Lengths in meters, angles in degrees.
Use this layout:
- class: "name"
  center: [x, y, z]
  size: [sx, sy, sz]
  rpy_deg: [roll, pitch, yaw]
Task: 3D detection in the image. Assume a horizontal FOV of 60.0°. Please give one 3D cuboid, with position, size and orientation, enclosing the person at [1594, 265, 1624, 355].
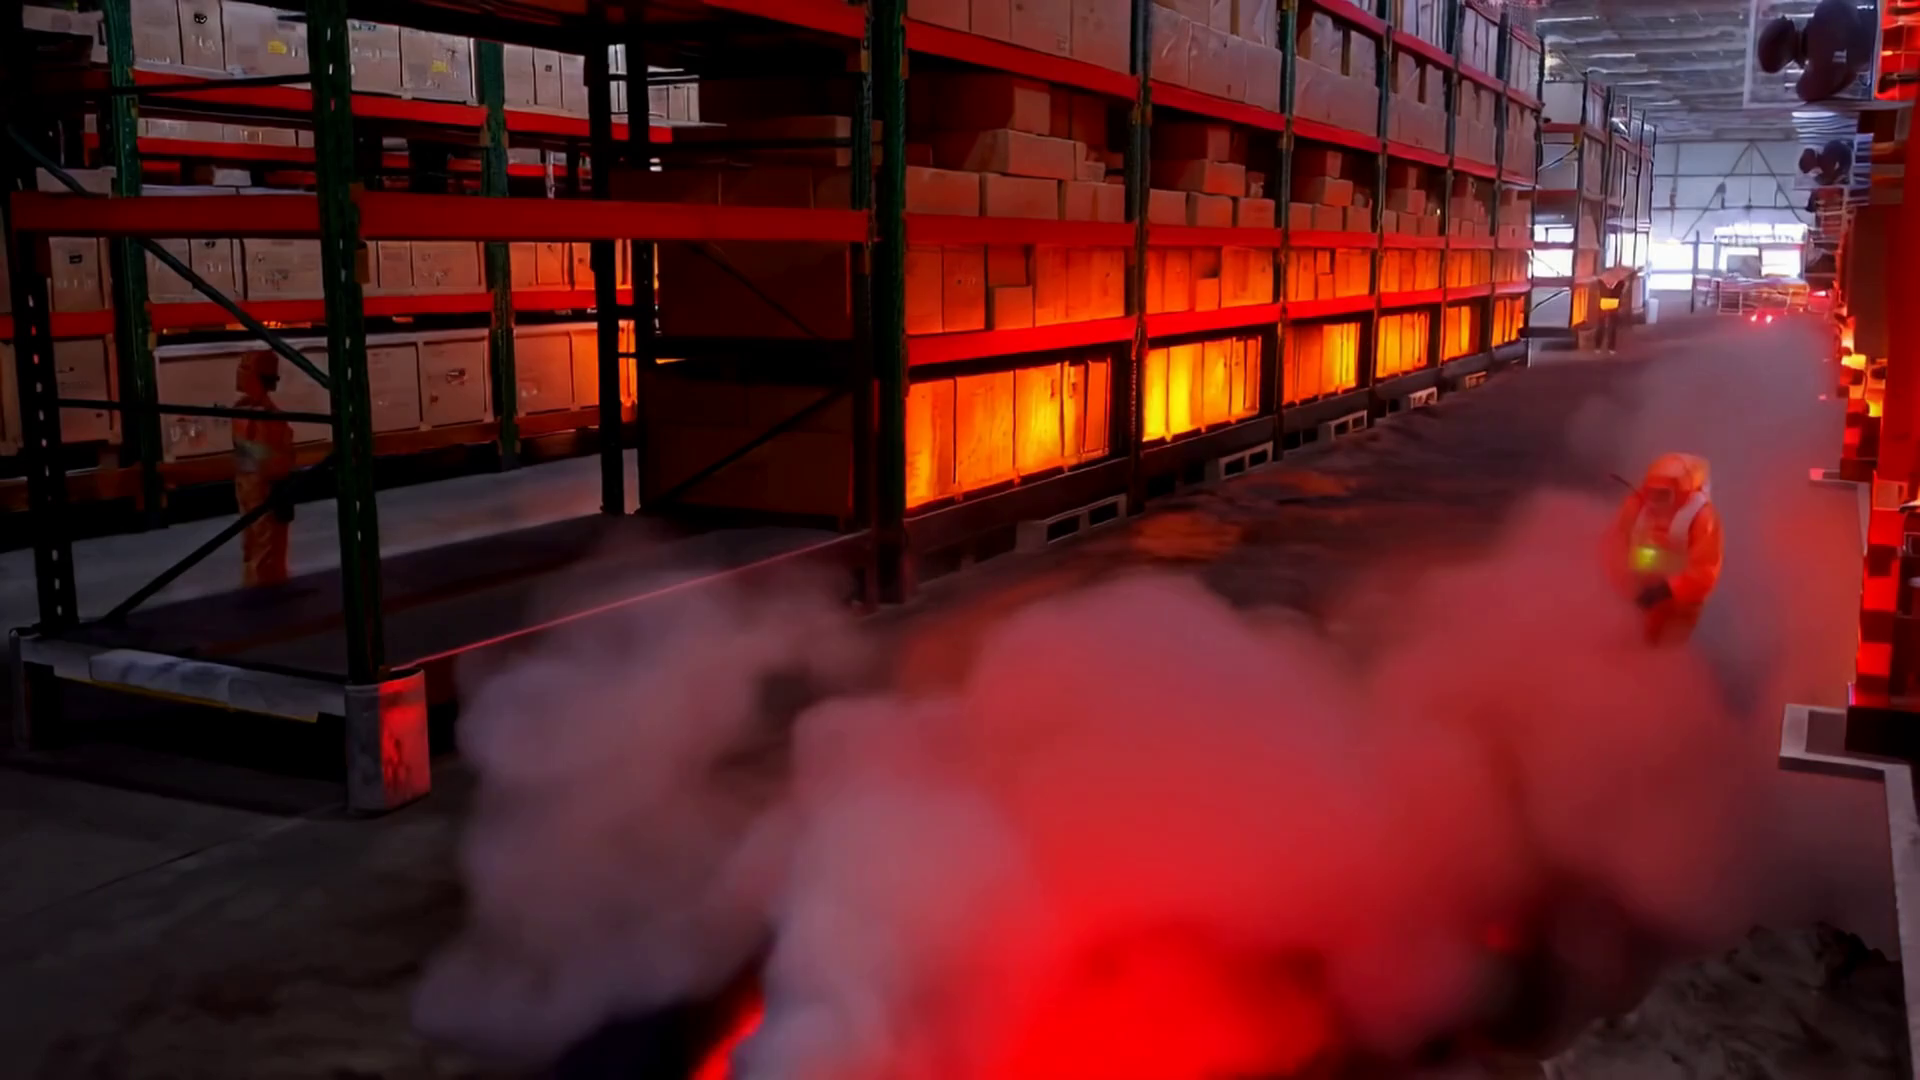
- class: "person"
  center: [13.932, -4.937, 35.739]
  size: [0.598, 1.919, 0.390]
  rpy_deg: [3, 10, 17]

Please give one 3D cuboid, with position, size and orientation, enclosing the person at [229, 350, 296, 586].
- class: "person"
  center: [-3.868, -0.228, 9.252]
  size: [0.513, 1.642, 0.313]
  rpy_deg: [9, 13, 42]
